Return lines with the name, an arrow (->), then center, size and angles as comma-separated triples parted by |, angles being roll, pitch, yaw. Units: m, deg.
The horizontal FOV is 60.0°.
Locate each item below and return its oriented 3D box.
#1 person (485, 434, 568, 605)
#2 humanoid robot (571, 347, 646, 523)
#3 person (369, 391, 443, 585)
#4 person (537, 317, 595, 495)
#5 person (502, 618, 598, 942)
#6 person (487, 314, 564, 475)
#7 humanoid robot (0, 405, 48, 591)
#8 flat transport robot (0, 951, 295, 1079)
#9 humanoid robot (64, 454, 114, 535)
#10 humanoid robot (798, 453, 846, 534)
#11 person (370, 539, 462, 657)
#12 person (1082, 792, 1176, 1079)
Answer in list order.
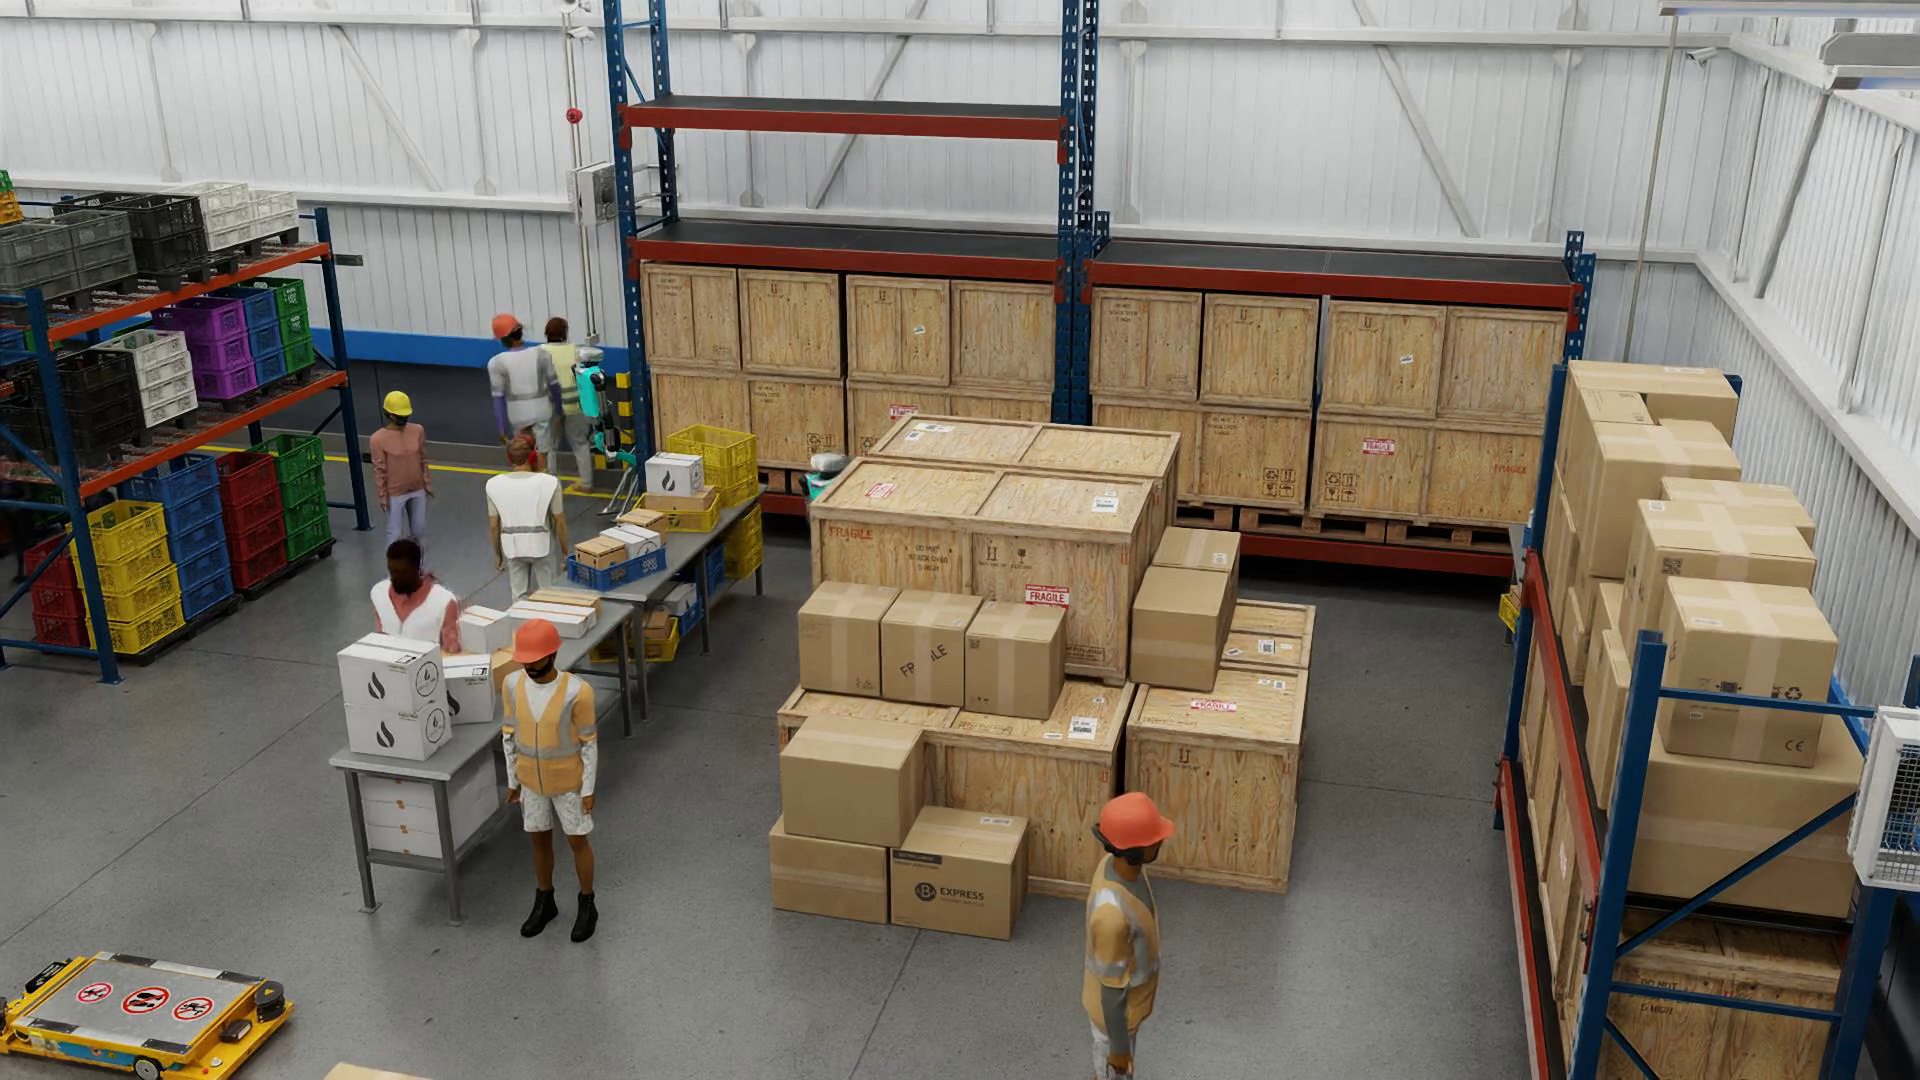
person -> -3.242, 0.108, 12.556 | 0.565, 1.841, 0.378 | -1, 21, -3
humanoid robot -> -3.168, -1.007, 15.436 | 0.735, 1.677, 0.533 | -15, 25, -34
person -> -4.671, -0.405, 14.012 | 0.314, 1.765, 0.522 | 16, 26, 35
person -> -3.880, -1.268, 16.204 | 0.657, 1.816, 0.457 | -8, 22, -19
person -> -2.271, 1.328, 9.235 | 0.543, 1.938, 0.351 | 4, 21, 10
person -> -4.082, -1.161, 15.710 | 0.644, 1.963, 1.076 | -4, 21, -10
humanoid robot -> -8.004, -0.387, 14.070 | 0.587, 1.650, 0.355 | 8, 22, 19
flat transport robot -> -4.270, 2.464, 8.601 | 1.431, 0.231, 0.659 | 5, 22, 13
humanoid robot -> -7.450, -0.434, 14.192 | 0.613, 1.653, 0.340 | 13, 24, 30
humanoid robot -> -0.801, 0.118, 12.721 | 0.541, 1.736, 1.057 | 17, 27, 38
person -> -3.386, 0.888, 10.422 | 0.614, 1.907, 0.471 | 5, 22, 14
person -> 0.722, 2.020, 7.276 | 0.366, 2.047, 0.606 | 4, 21, 9
